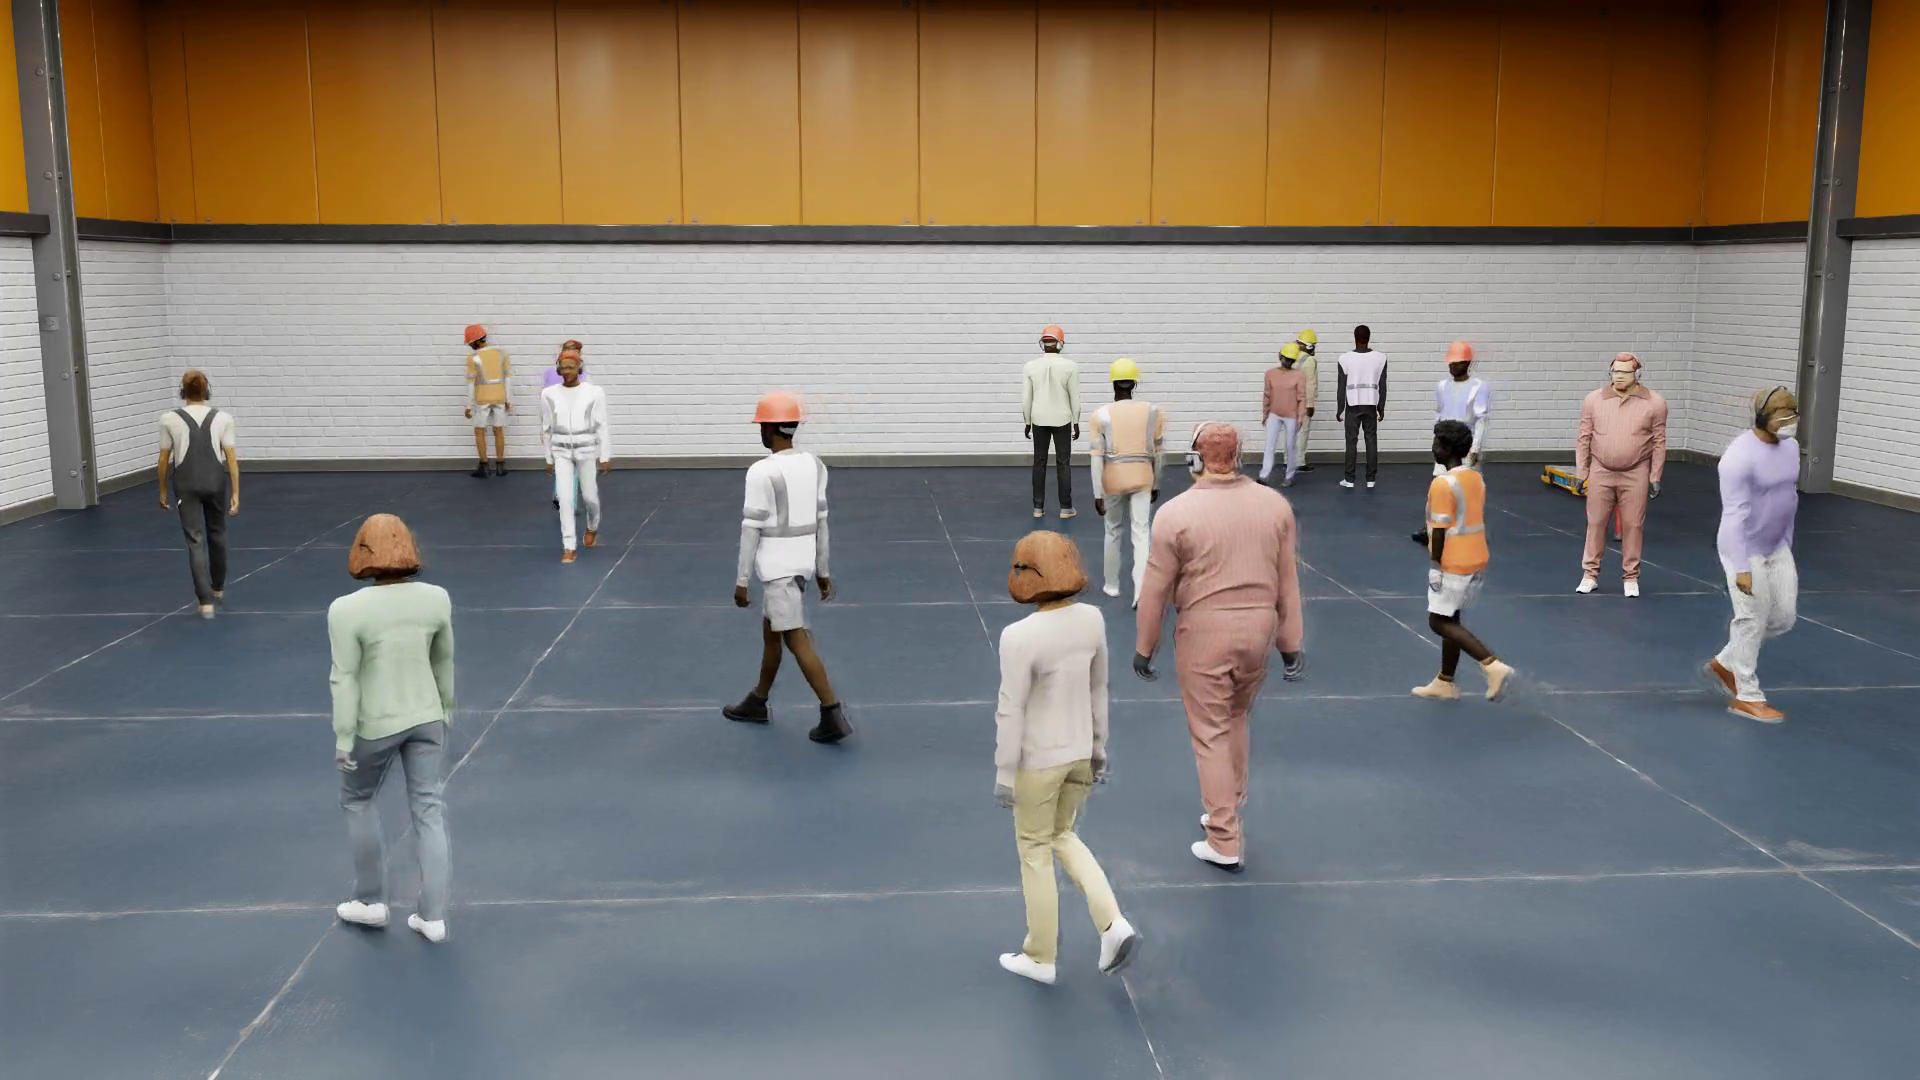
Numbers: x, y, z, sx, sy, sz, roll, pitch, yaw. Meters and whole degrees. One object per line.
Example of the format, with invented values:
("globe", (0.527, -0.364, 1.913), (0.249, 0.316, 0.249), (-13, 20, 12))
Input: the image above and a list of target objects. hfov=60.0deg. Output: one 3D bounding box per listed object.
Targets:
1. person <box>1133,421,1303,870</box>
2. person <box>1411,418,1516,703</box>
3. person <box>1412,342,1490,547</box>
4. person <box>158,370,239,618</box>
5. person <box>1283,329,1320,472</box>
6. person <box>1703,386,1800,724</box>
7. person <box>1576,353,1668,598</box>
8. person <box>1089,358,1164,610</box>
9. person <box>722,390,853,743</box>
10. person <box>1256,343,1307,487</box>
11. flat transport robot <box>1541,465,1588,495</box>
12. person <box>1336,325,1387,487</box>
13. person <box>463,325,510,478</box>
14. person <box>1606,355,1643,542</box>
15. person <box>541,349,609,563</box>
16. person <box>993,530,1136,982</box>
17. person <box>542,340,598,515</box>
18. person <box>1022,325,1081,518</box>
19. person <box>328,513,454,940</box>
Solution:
("person", (1.075, 0.427, 7.157), (0.682, 1.877, 0.726), (-4, 10, -21))
("person", (2.921, 0.146, 9.561), (0.582, 1.679, 0.543), (8, 12, 40))
("person", (4.565, -0.873, 15.320), (0.559, 1.884, 0.974), (9, 12, 43))
("person", (-5.669, -0.361, 12.392), (0.520, 1.790, 0.949), (-6, 11, -33))
("person", (4.368, -1.771, 21.202), (0.409, 1.819, 0.602), (-3, 9, -15))
("person", (4.413, 0.082, 9.289), (0.667, 1.908, 0.510), (-5, 10, -30))
("person", (5.127, -0.504, 12.951), (0.651, 1.904, 0.403), (5, 10, 27))
("person", (1.264, -0.433, 12.590), (0.582, 1.887, 0.988), (-1, 9, -3))
("person", (-0.927, 0.138, 8.975), (0.976, 1.895, 0.559), (6, 11, 35))
("person", (3.736, -1.428, 19.359), (0.562, 1.701, 0.899), (5, 10, 29))
("flat transport robot", (7.289, -0.704, 19.315), (0.652, 0.197, 1.431), (0, 9, 3))
("person", (4.731, -1.573, 19.625), (0.593, 1.918, 0.391), (0, 9, 0))
("person", (-5.835, -1.709, 20.610), (0.597, 1.896, 0.392), (-8, 12, -40))
("person", (6.252, -0.857, 15.639), (0.525, 1.755, 0.404), (8, 12, 41))
("person", (-3.389, -0.762, 14.734), (0.584, 1.860, 0.815), (-1, 9, -4))
("person", (0.348, 0.774, 5.783), (0.454, 1.619, 0.516), (9, 13, 44))
("person", (-4.051, -1.157, 17.272), (0.604, 1.825, 0.461), (4, 10, 25))
("person", (0.952, -1.219, 17.187), (0.611, 1.985, 0.393), (2, 9, 15))
("person", (-2.179, 0.698, 6.313), (0.624, 1.611, 0.520), (9, 13, 44))
